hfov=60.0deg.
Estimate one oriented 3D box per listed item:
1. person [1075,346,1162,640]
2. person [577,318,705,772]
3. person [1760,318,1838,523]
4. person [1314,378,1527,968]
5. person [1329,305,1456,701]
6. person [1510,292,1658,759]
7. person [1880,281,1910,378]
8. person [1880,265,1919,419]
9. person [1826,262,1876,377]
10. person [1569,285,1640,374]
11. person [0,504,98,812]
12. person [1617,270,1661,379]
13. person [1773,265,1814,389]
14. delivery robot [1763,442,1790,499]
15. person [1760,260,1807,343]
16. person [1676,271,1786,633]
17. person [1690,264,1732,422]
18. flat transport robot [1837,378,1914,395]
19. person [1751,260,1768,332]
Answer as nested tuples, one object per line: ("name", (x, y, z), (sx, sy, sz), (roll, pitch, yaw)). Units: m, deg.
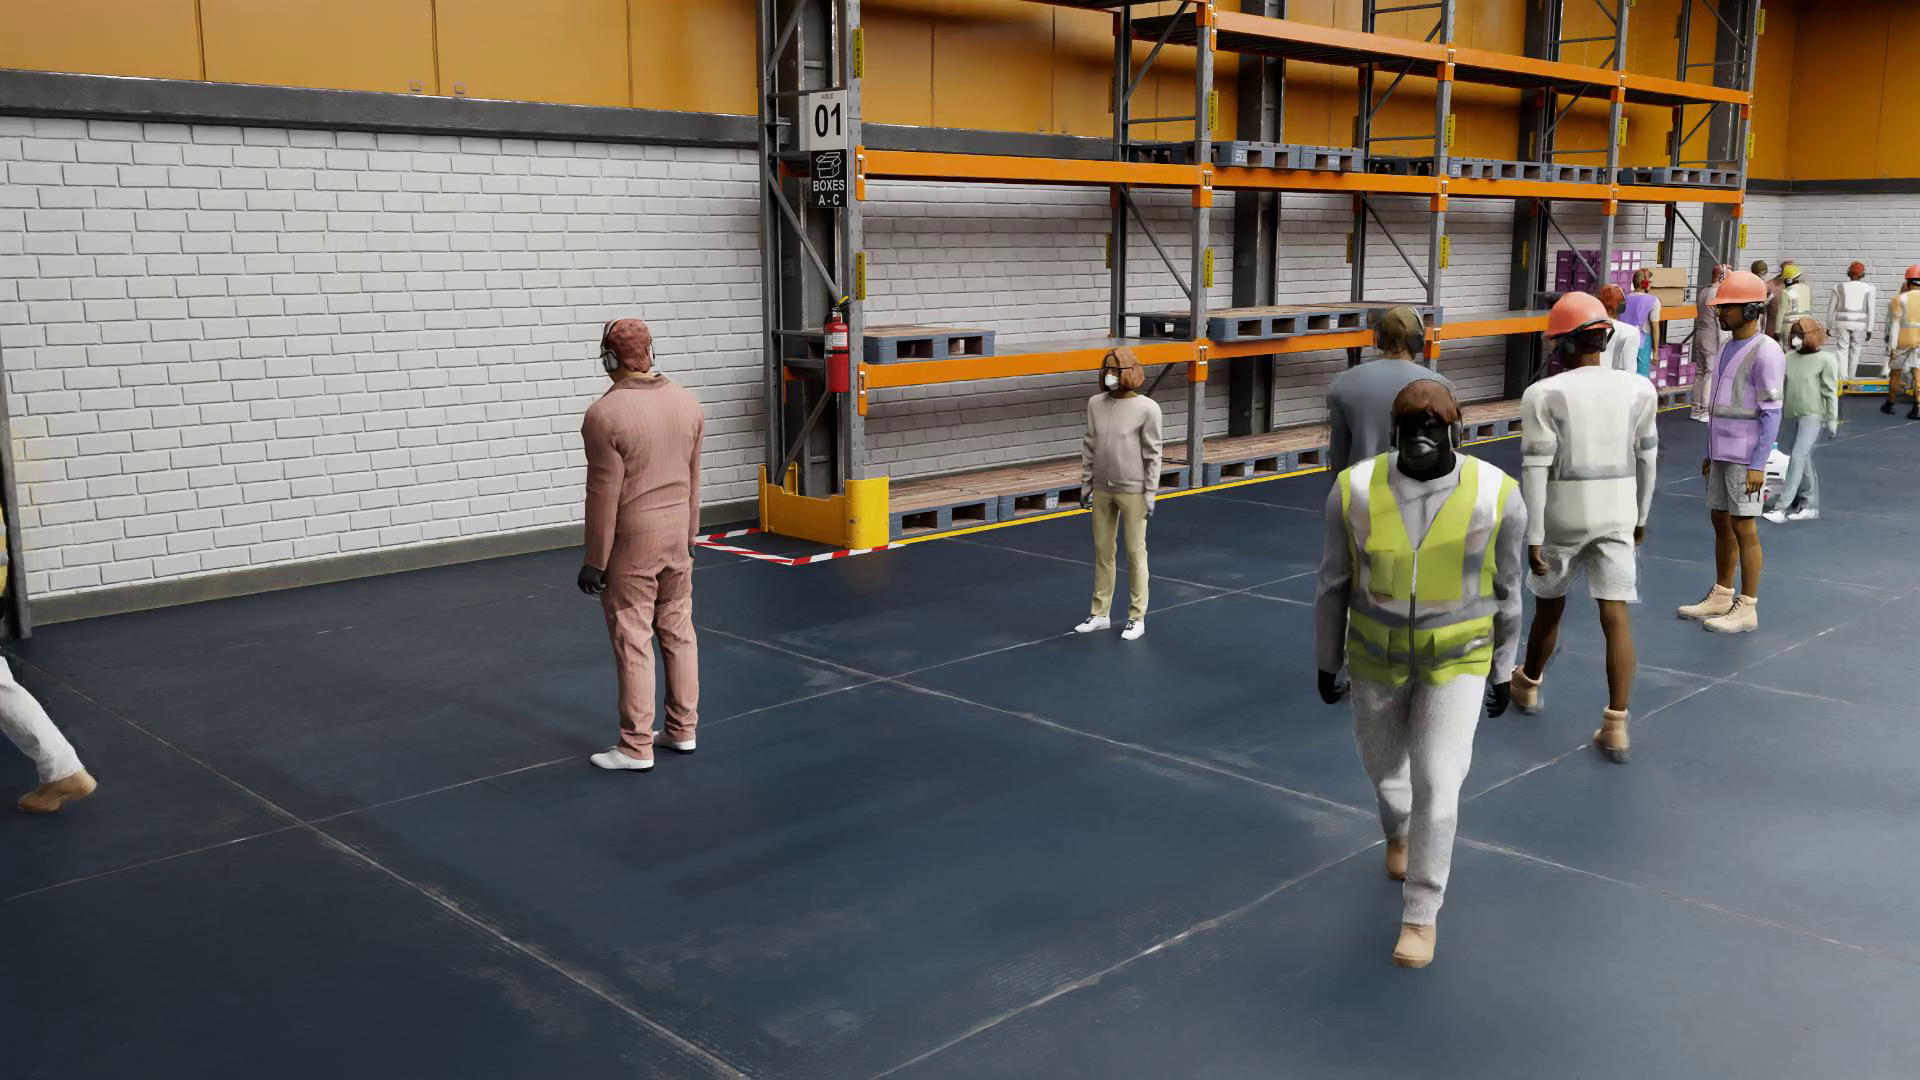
("person", (0.886, -0.262, 9.280), (0.498, 1.634, 0.280), (8, 13, 38))
("person", (-1.360, 0.022, 7.008), (0.406, 1.902, 0.636), (7, 12, 33))
("person", (6.477, -0.919, 12.948), (0.798, 1.597, 0.535), (-4, 11, -22))
("person", (1.487, 0.366, 5.403), (0.637, 1.814, 0.867), (4, 11, 23))
("person", (2.150, -0.200, 8.216), (0.653, 1.894, 0.976), (7, 13, 34))
("person", (2.772, -0.094, 7.405), (0.689, 1.984, 1.034), (0, 10, 0))
("person", (13.392, -2.893, 23.653), (0.650, 1.616, 0.527), (-9, 14, -41))
("person", (11.750, -2.449, 20.550), (0.550, 1.882, 1.019), (2, 11, 10))
("person", (12.799, -3.062, 23.941), (0.583, 1.849, 0.848), (4, 11, 20))
("person", (5.321, -1.181, 13.760), (0.581, 1.830, 0.970), (8, 13, 37))
("person", (-3.850, 0.193, 6.364), (0.938, 1.801, 0.635), (-3, 11, -16))
("person", (7.830, -2.206, 19.316), (0.387, 1.841, 0.565), (-8, 13, -37))
("person", (12.125, -3.098, 24.270), (0.617, 1.802, 0.475), (-4, 11, -22))
("delivery robot", (6.607, -0.559, 13.591), (0.477, 0.478, 0.707), (5, 12, 27))
("person", (12.254, -3.218, 24.788), (0.676, 1.871, 0.680), (3, 11, 14))
("person", (4.372, -0.494, 9.431), (0.391, 2.040, 0.615), (0, 10, -1))
("person", (9.084, -2.358, 20.008), (0.400, 1.900, 0.636), (0, 10, -1))
("flat transport robot", (12.733, -2.170, 23.400), (1.431, 0.197, 0.652), (0, 11, -2))
("person", (11.390, -3.109, 24.142), (0.353, 1.896, 0.813), (1, 10, 4))
